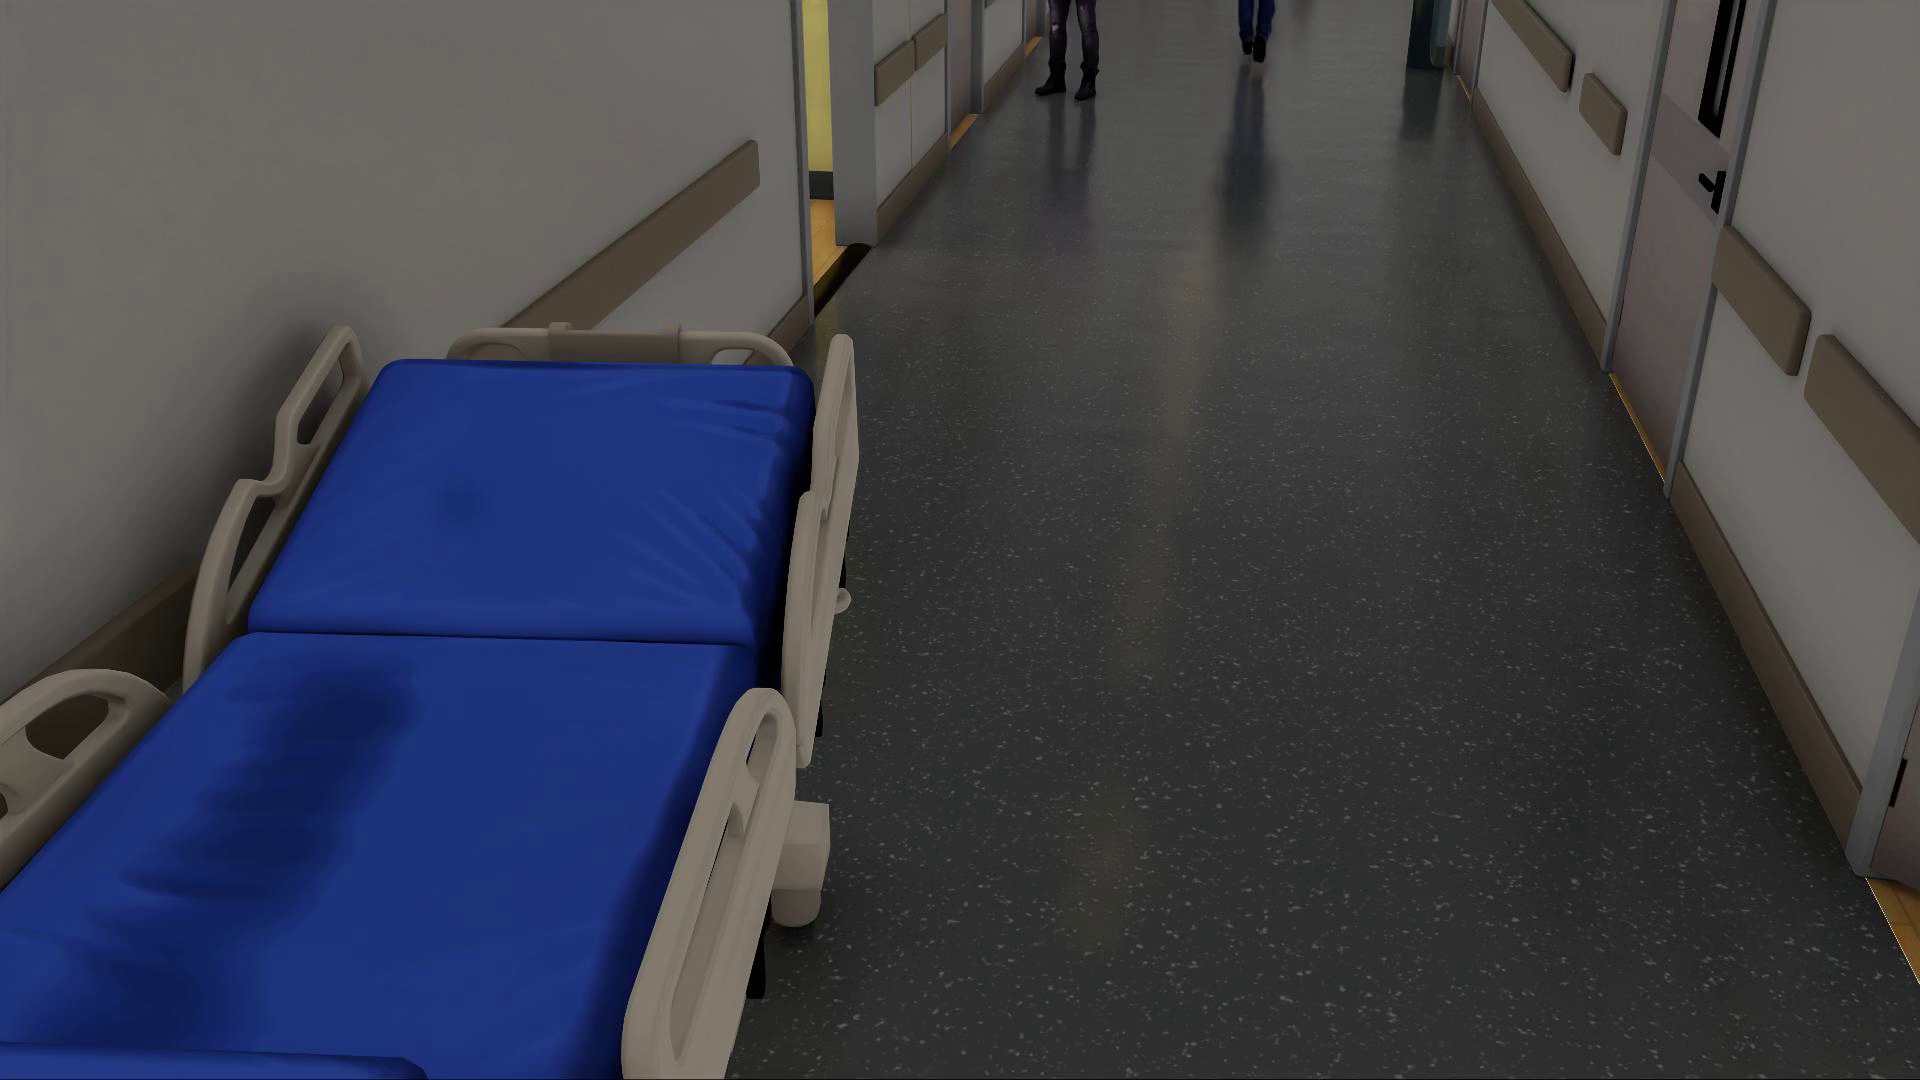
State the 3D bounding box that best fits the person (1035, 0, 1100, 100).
[{"bbox_3d":[0.839,-4.178,12.117,0.667,1.831,0.802,17,30,31],"label":"person"}]
